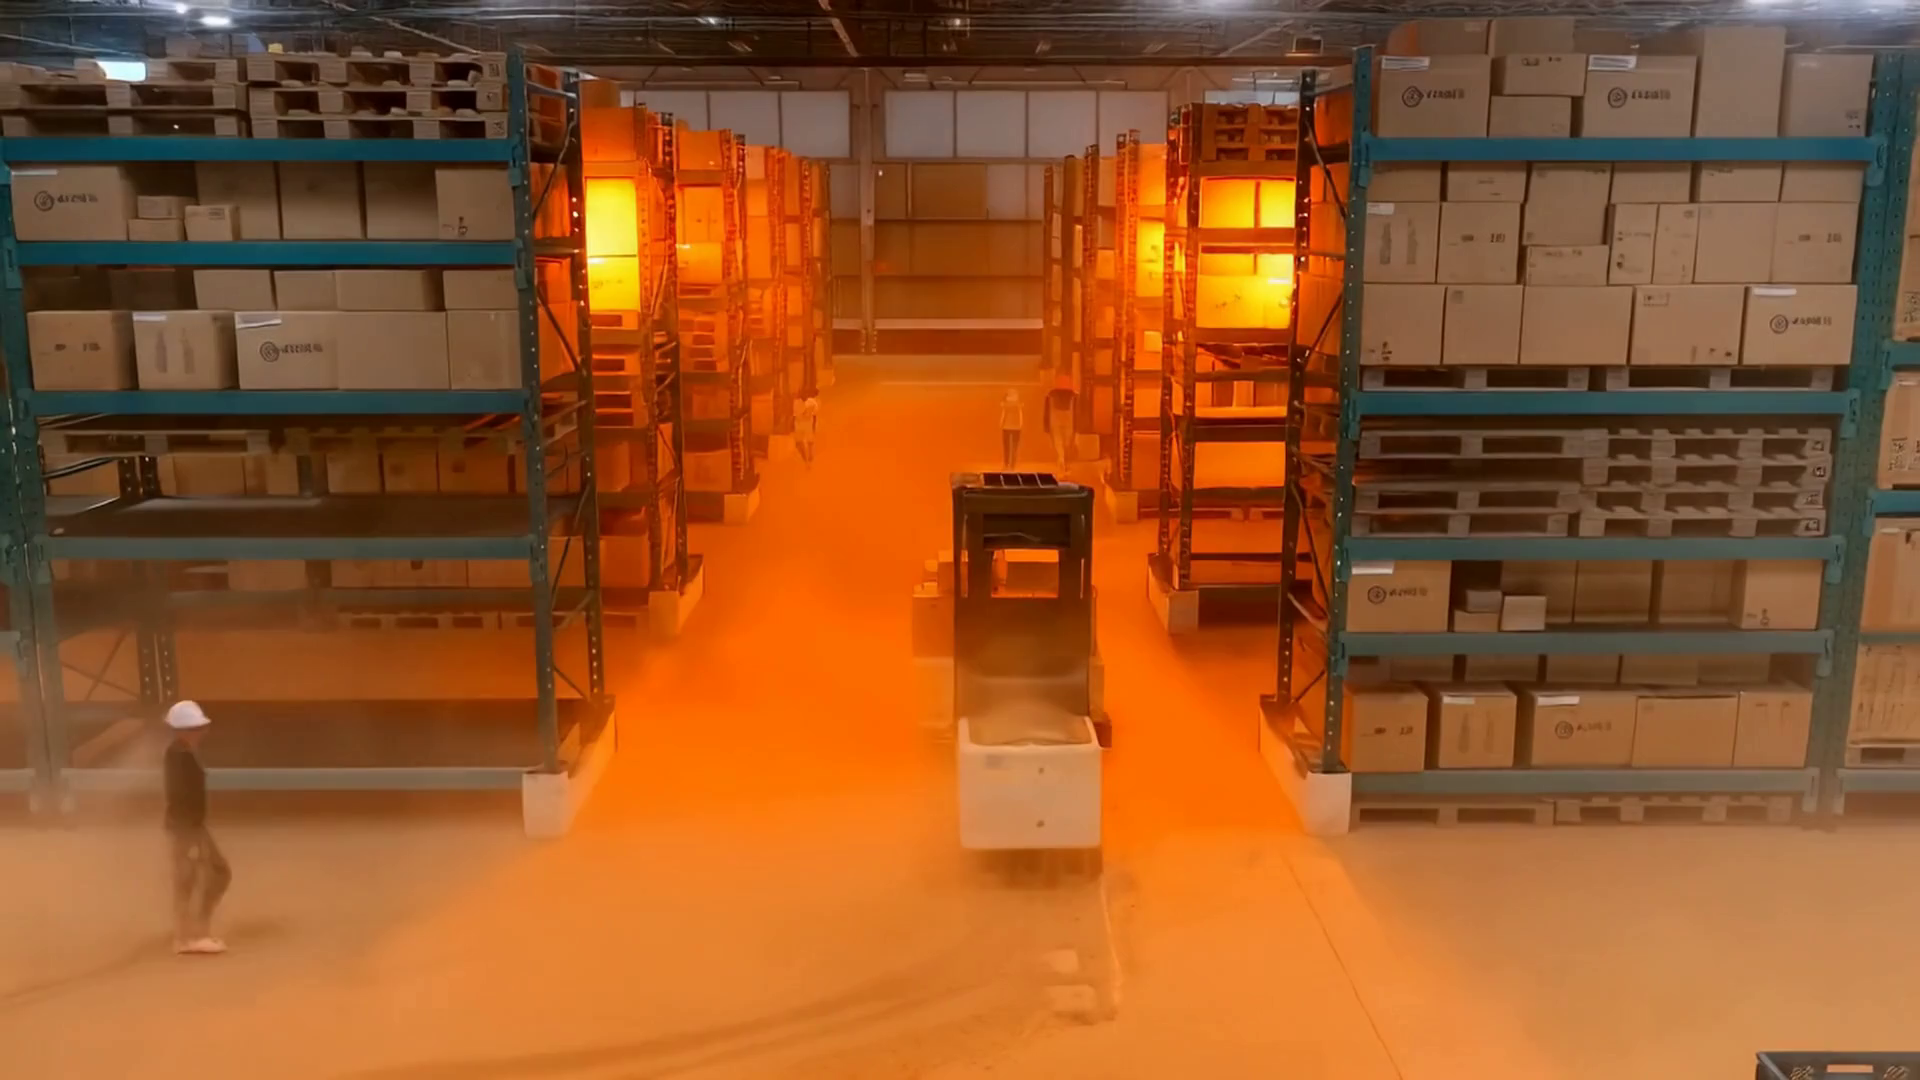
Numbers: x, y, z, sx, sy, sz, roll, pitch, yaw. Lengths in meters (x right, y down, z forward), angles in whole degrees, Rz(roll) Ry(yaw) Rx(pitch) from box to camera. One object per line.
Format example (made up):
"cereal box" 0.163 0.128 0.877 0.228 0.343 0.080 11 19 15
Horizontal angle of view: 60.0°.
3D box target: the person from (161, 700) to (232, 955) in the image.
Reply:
"person" -5.049 1.907 11.032 0.449 1.751 0.546 -7 13 -32

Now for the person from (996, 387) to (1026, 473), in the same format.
"person" 0.961 -2.078 31.199 0.536 1.592 0.833 1 11 6

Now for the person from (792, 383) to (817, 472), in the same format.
"person" -2.902 -2.096 31.074 0.540 1.687 0.361 5 12 22

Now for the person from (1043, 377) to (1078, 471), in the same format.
"person" 1.876 -2.163 31.149 0.636 1.783 0.999 -2 12 -10

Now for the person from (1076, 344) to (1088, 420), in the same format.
"person" 2.942 -3.599 38.060 0.934 1.869 0.636 2 12 8

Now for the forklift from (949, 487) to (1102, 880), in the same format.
"forklift" 0.495 0.986 12.813 1.129 2.768 1.873 0 11 -2
